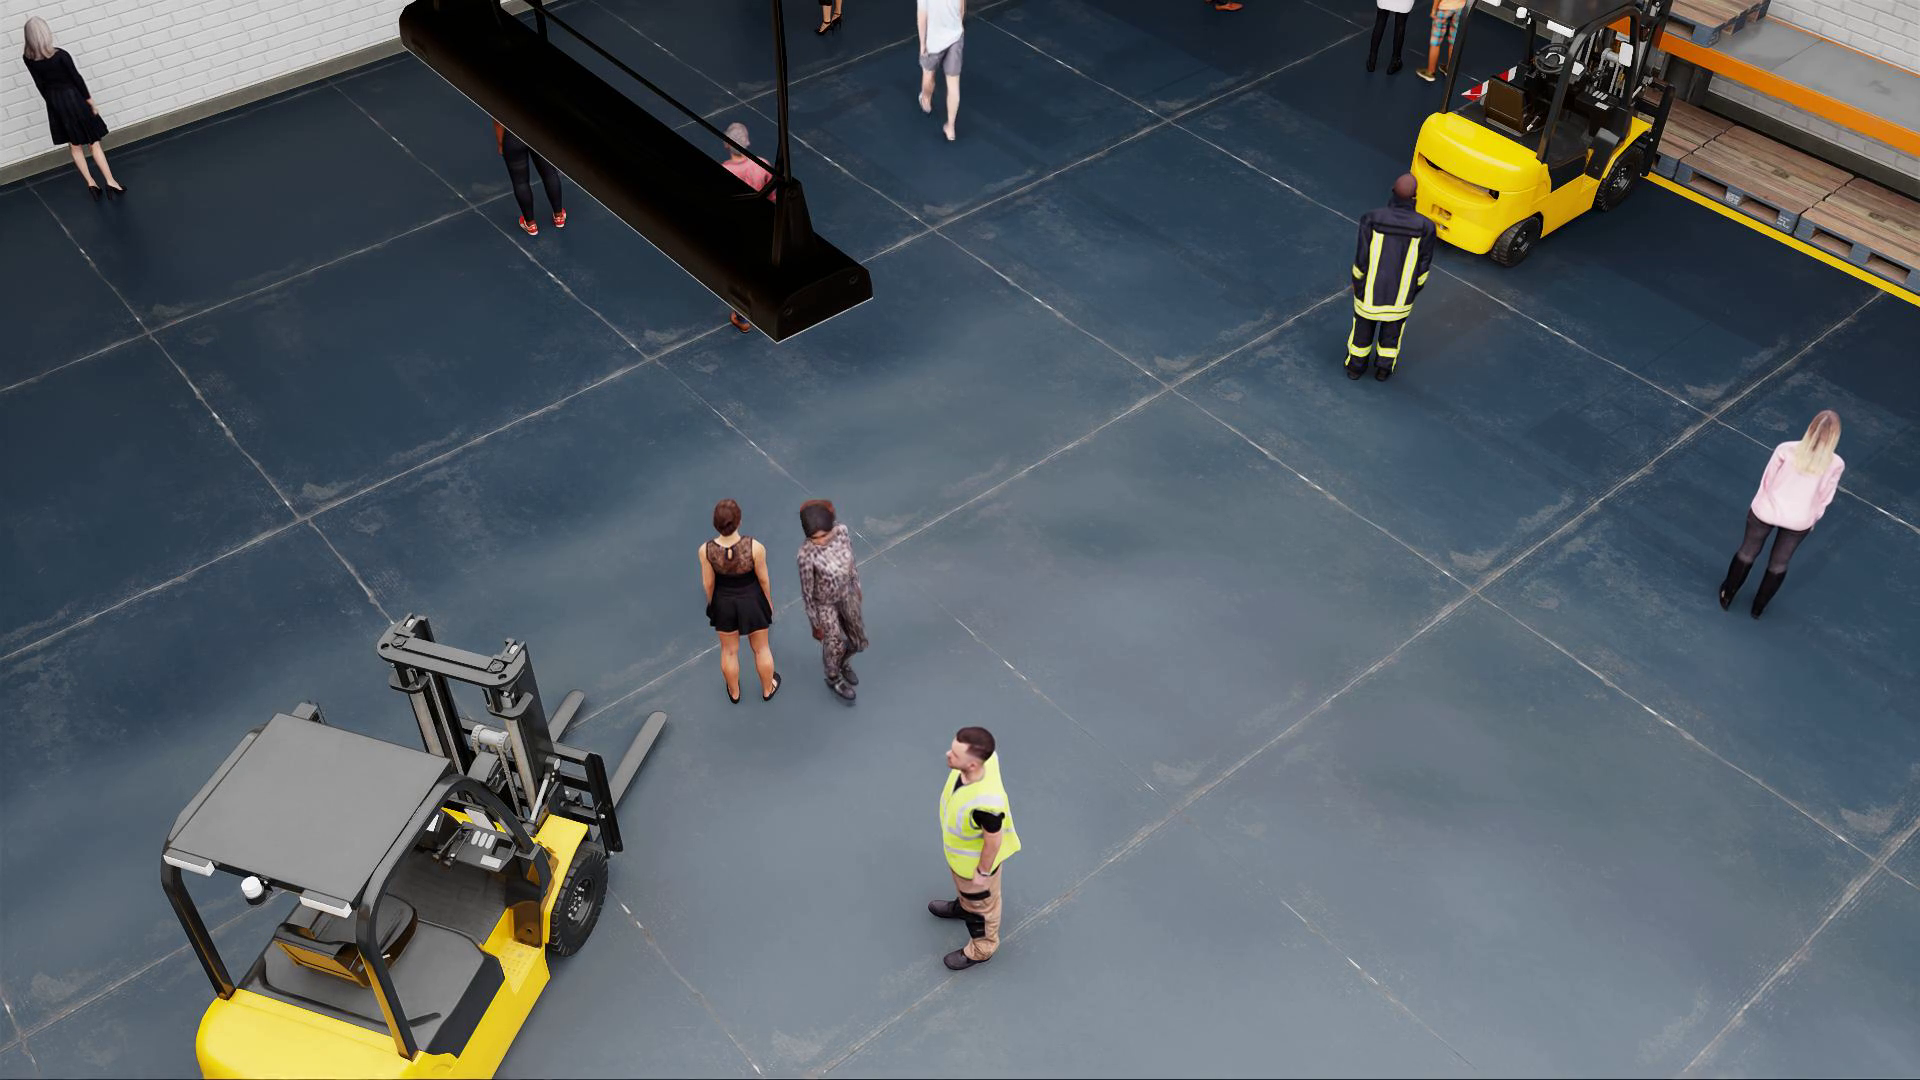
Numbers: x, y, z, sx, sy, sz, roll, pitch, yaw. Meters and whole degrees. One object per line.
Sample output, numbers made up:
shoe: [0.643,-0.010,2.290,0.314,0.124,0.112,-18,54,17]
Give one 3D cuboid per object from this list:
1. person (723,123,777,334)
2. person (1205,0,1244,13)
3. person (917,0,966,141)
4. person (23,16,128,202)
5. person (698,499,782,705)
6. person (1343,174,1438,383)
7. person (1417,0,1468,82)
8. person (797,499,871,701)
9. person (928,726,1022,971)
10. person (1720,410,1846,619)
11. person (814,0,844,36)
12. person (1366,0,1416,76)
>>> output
person: [-1.711,-2.501,13.352,0.738,1.831,0.651,-17,46,-18]
person: [2.829,-6.514,17.594,0.770,1.792,0.625,-15,46,-15]
person: [-0.136,-4.612,15.593,0.965,1.798,1.157,-8,44,-8]
person: [-7.920,-3.840,14.818,0.699,1.747,0.742,-1,44,-1]
person: [-1.392,0.393,10.428,0.682,1.675,0.726,-2,44,-2]
person: [3.313,-2.031,12.865,0.835,1.823,0.925,9,44,9]
person: [4.884,-5.290,16.552,0.584,1.455,0.593,-11,45,-12]
person: [-0.864,0.359,10.447,0.594,1.697,0.621,34,53,30]
person: [0.069,1.632,9.003,0.901,1.846,0.821,-7,44,-7]
person: [5.447,-0.169,11.010,0.614,1.686,0.730,18,46,18]
person: [-1.400,-6.104,17.114,0.622,1.858,0.665,24,49,23]
person: [4.342,-5.506,16.523,0.627,1.808,0.748,16,46,16]
